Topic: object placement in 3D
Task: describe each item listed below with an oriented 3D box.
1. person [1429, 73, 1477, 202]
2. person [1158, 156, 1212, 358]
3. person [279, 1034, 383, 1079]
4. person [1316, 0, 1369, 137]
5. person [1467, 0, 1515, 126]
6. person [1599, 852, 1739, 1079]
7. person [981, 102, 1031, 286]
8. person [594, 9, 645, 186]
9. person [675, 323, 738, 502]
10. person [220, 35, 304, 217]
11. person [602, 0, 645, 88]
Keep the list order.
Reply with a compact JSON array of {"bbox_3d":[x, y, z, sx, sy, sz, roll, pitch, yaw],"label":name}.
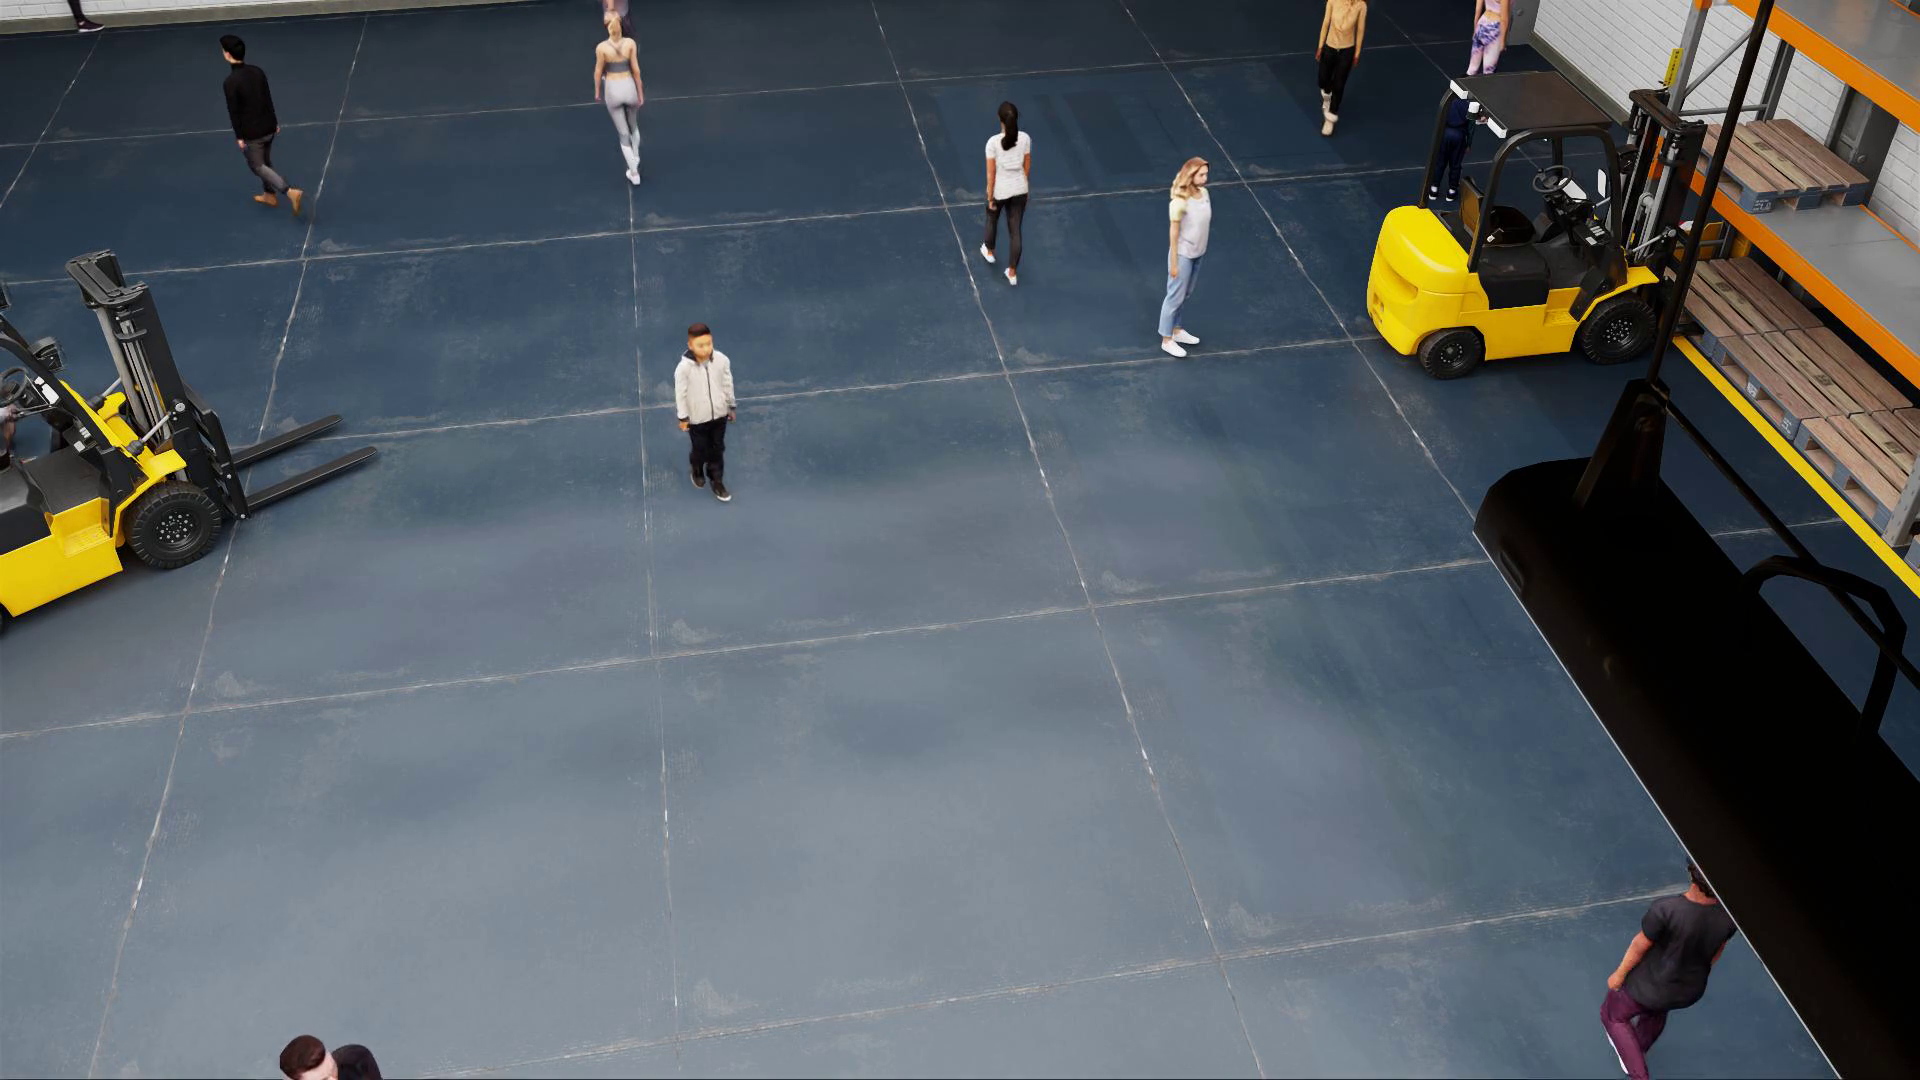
[{"bbox_3d":[4.693,-3.839,15.829,0.571,1.256,0.586,11,40,14],"label":"person"},{"bbox_3d":[1.830,-2.323,13.554,0.764,1.726,0.701,23,44,26],"label":"person"},{"bbox_3d":[-2.641,2.688,7.157,1.125,1.878,1.193,15,41,18],"label":"person"},{"bbox_3d":[3.880,-5.019,16.992,0.850,1.649,0.977,13,40,16],"label":"person"},{"bbox_3d":[5.436,-5.175,17.090,0.724,1.771,0.586,-21,43,-24],"label":"person"},{"bbox_3d":[3.402,2.116,7.962,0.643,1.768,0.857,-7,39,-9],"label":"person"},{"bbox_3d":[0.443,-2.980,14.462,0.577,1.620,0.867,-7,39,-8],"label":"person"},{"bbox_3d":[-3.234,-4.218,15.960,0.719,1.685,0.932,-17,42,-20],"label":"person"},{"bbox_3d":[-1.874,-0.957,12.065,0.729,1.450,0.783,-23,44,-26],"label":"person"},{"bbox_3d":[-6.497,-3.824,15.453,1.021,1.701,1.034,15,41,18],"label":"person"},{"bbox_3d":[-3.719,-5.629,17.602,0.769,1.841,0.611,-5,39,-6],"label":"person"}]
